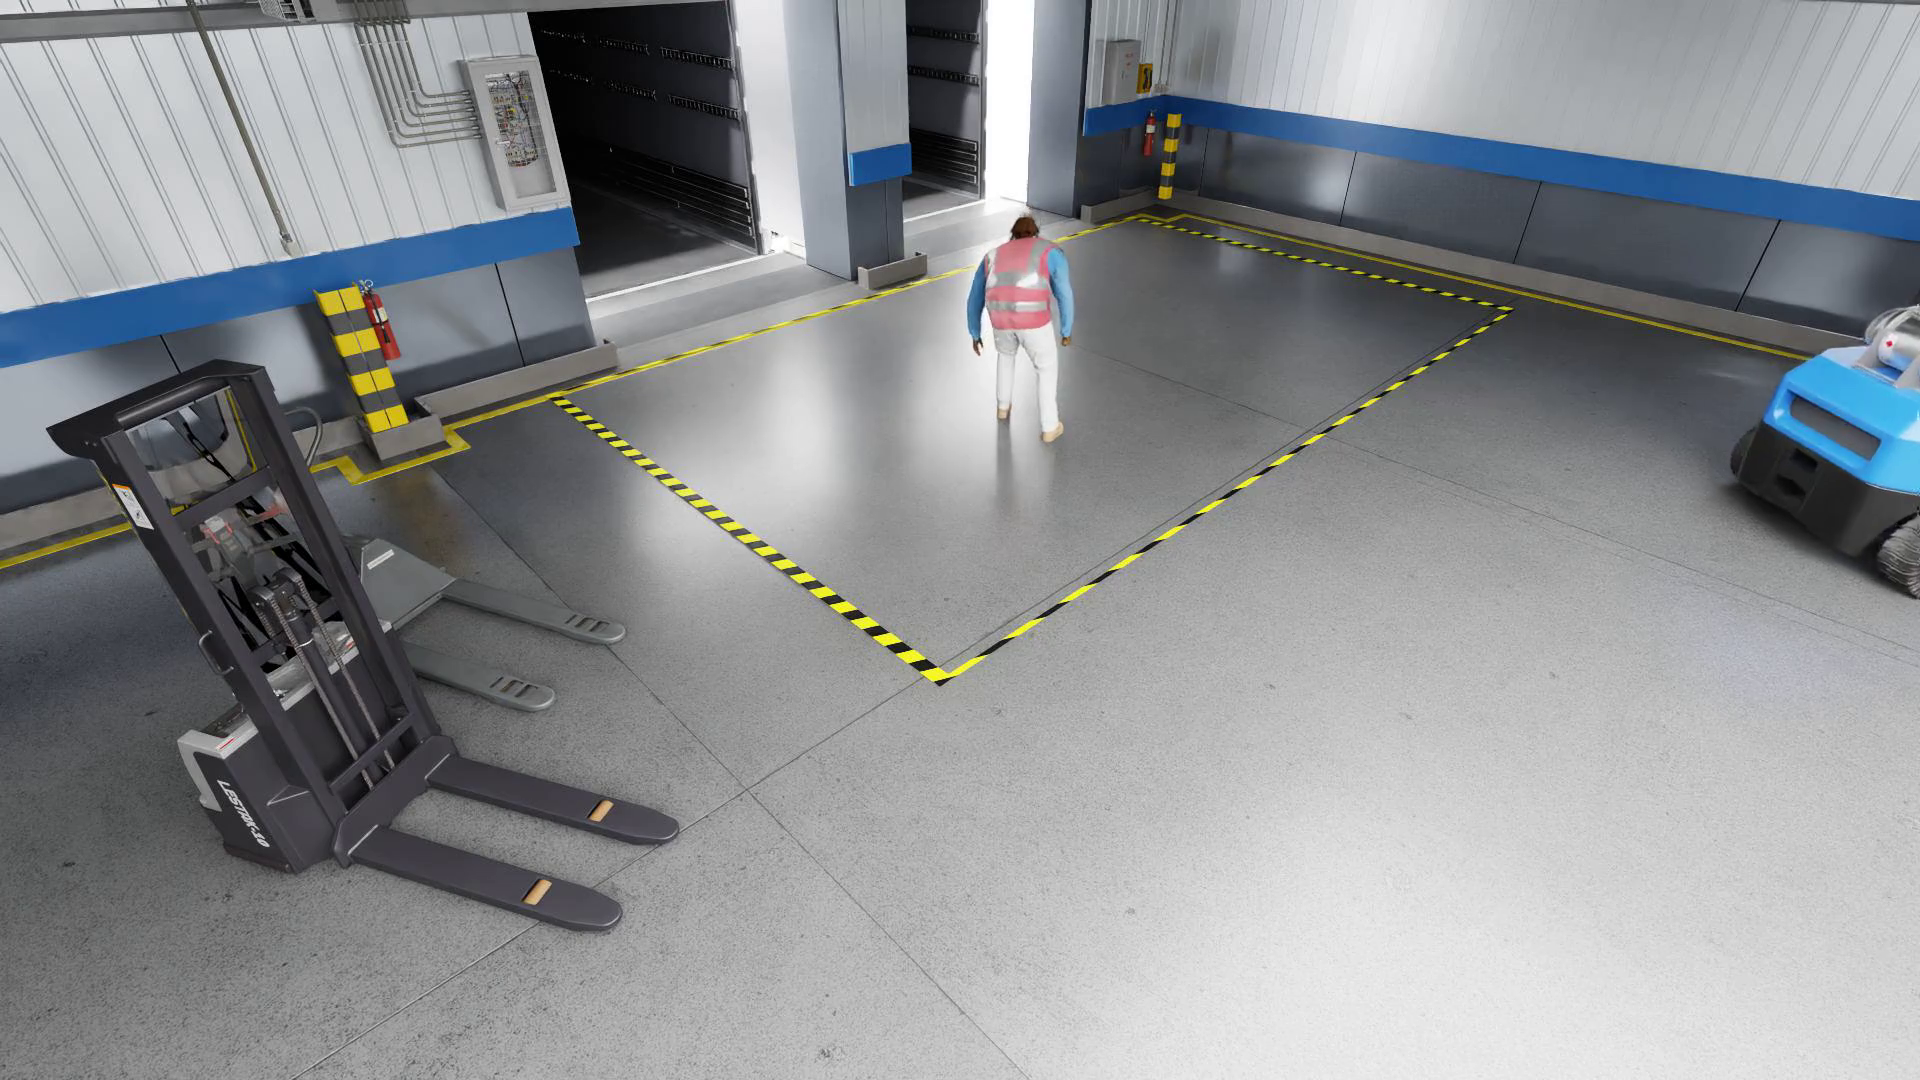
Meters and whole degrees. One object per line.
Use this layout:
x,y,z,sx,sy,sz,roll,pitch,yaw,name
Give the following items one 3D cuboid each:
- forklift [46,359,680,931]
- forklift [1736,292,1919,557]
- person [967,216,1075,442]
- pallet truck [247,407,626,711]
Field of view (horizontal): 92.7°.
-2.135,0.422,3.354,1.885,1.965,0.823,10,35,14,forklift
6.342,-1.009,5.142,2.680,2.036,1.157,-1,34,-2,forklift
0.477,-1.576,6.813,0.875,1.438,0.827,18,38,24,person
-2.628,0.038,4.590,1.601,1.201,0.680,12,36,18,pallet truck
